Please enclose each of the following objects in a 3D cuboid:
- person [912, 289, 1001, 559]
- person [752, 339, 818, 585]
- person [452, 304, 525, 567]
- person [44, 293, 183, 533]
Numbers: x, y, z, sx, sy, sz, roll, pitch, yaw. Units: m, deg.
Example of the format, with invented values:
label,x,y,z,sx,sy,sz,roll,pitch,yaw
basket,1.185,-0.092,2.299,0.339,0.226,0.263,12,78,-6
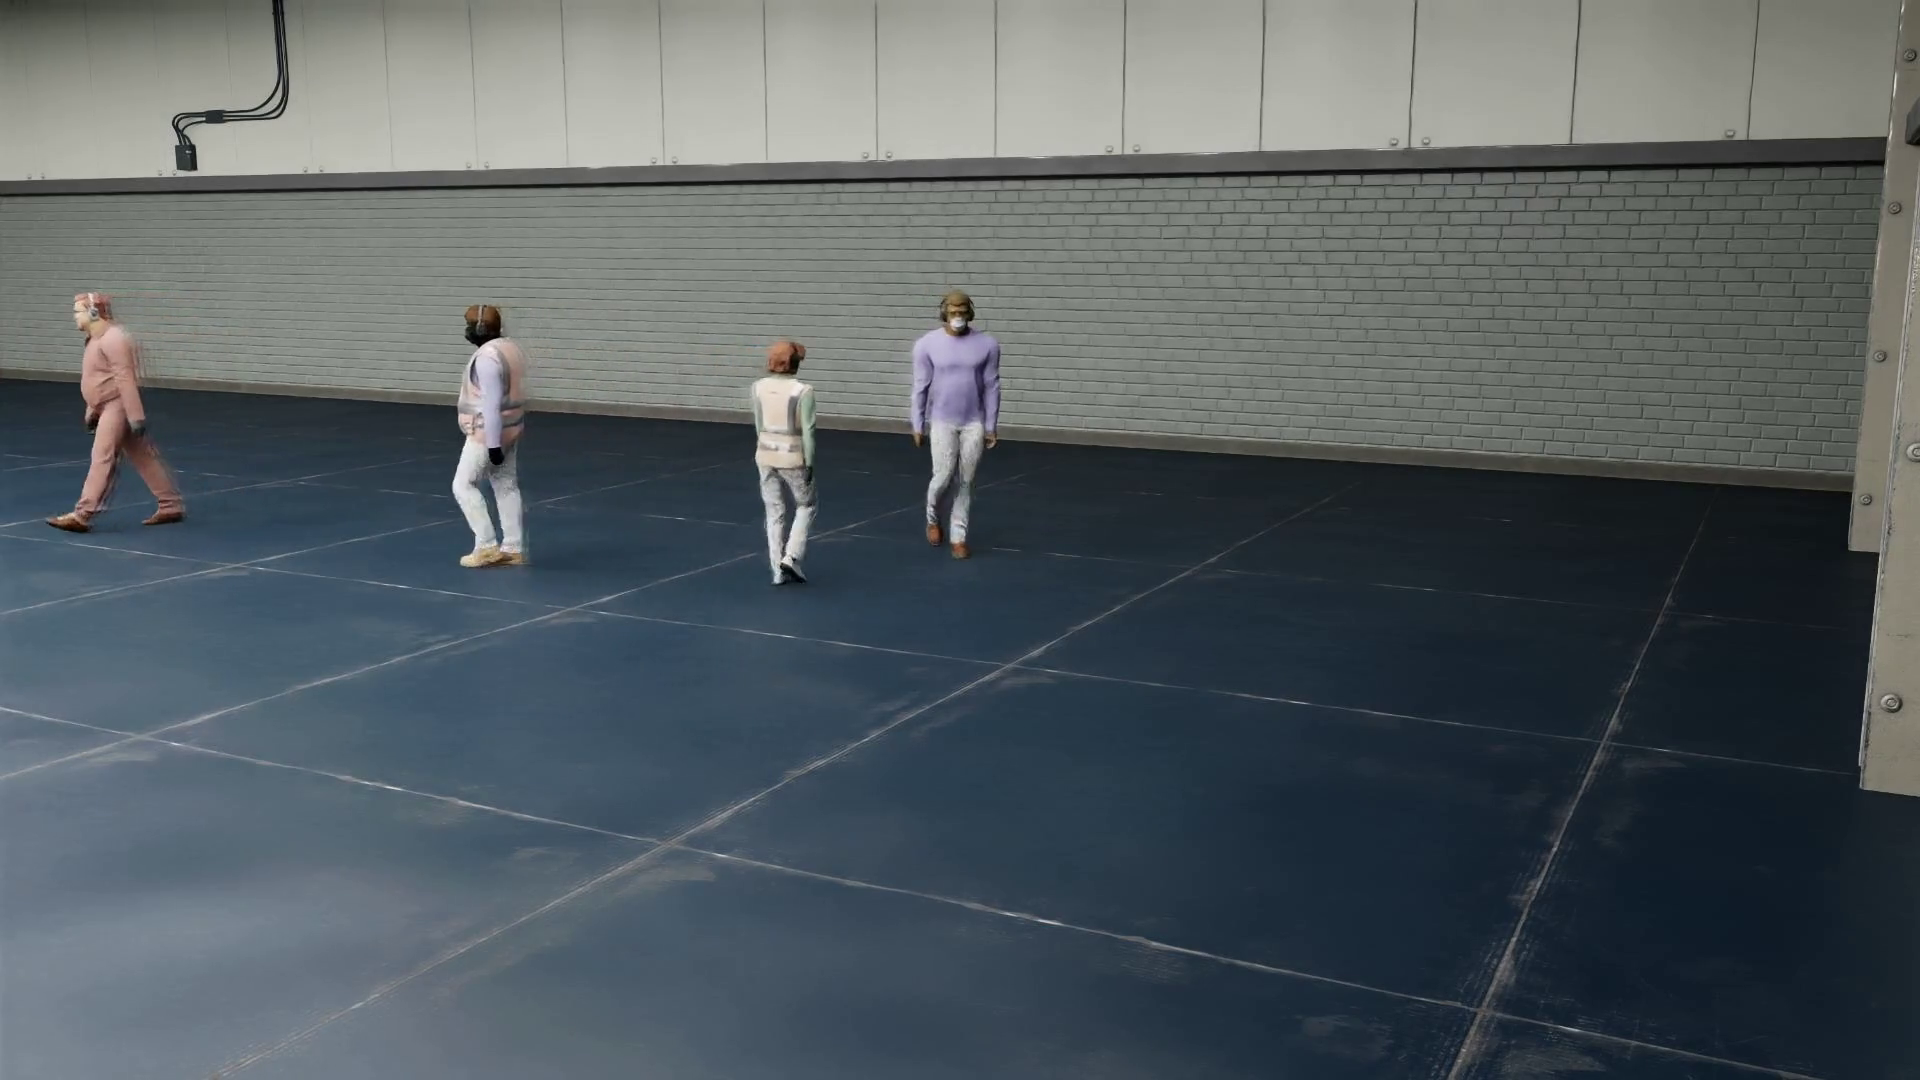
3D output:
label,x,y,z,sx,sy,sz,roll,pitch,yaw
person,-0.025,-0.826,11.893,0.628,1.919,0.510,-2,11,-12
person,-1.137,-0.503,10.930,0.511,1.624,0.377,5,12,25
person,-3.302,-0.712,11.513,0.562,1.821,0.643,0,10,2
person,-6.635,-0.987,12.958,1.010,1.846,0.655,-7,12,-33
